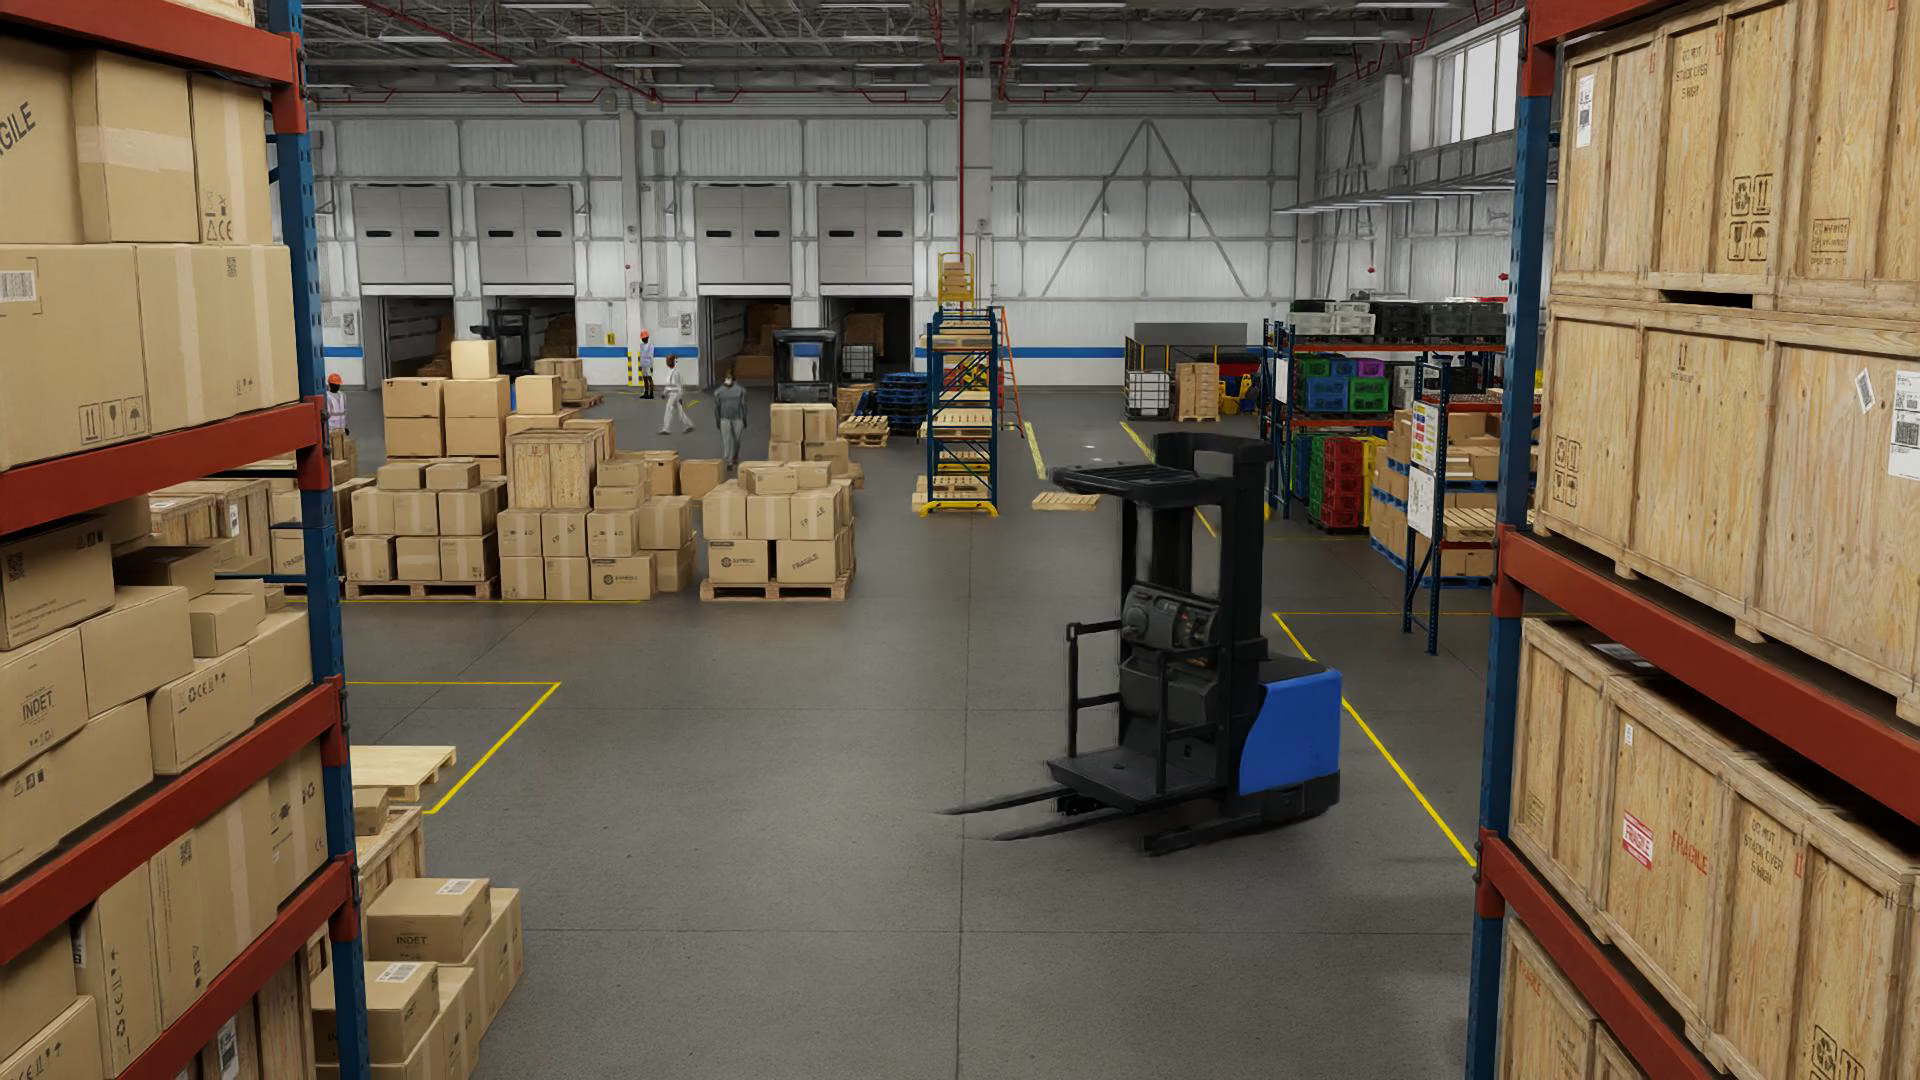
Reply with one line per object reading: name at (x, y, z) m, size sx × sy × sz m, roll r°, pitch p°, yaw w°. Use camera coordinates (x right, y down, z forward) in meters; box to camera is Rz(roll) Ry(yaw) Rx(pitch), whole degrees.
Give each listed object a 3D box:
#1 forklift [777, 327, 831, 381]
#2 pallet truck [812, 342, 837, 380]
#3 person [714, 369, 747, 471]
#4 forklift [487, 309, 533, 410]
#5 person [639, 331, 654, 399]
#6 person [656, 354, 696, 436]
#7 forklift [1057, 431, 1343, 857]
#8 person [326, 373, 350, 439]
forklift at (-2.708, -2.321, 29.091) m, size 1.129 × 2.768 × 1.873 m, roll -1°, pitch 10°, yaw -6°
pallet truck at (-3.021, -4.312, 43.126) m, size 1.885 × 1.965 × 0.823 m, roll 3°, pitch 10°, yaw 17°
person at (-4.376, -2.302, 31.736) m, size 0.627 × 1.927 × 0.601 m, roll -2°, pitch 10°, yaw -11°
forklift at (-10.359, -3.940, 38.434) m, size 1.129 × 2.768 × 1.873 m, roll -8°, pitch 13°, yaw -38°
person at (-8.875, -4.949, 47.009) m, size 0.544 × 1.929 × 0.386 m, roll 9°, pitch 13°, yaw 41°
person at (-6.442, -3.294, 37.749) m, size 0.931 × 1.848 × 0.571 m, roll -4°, pitch 11°, yaw -21°
forklift at (1.796, 0.635, 12.039) m, size 1.873 × 2.768 × 1.129 m, roll -7°, pitch 12°, yaw -33°
person at (-11.448, -2.097, 30.521) m, size 0.356 × 1.938 × 0.544 m, roll 5°, pitch 11°, yaw 28°
